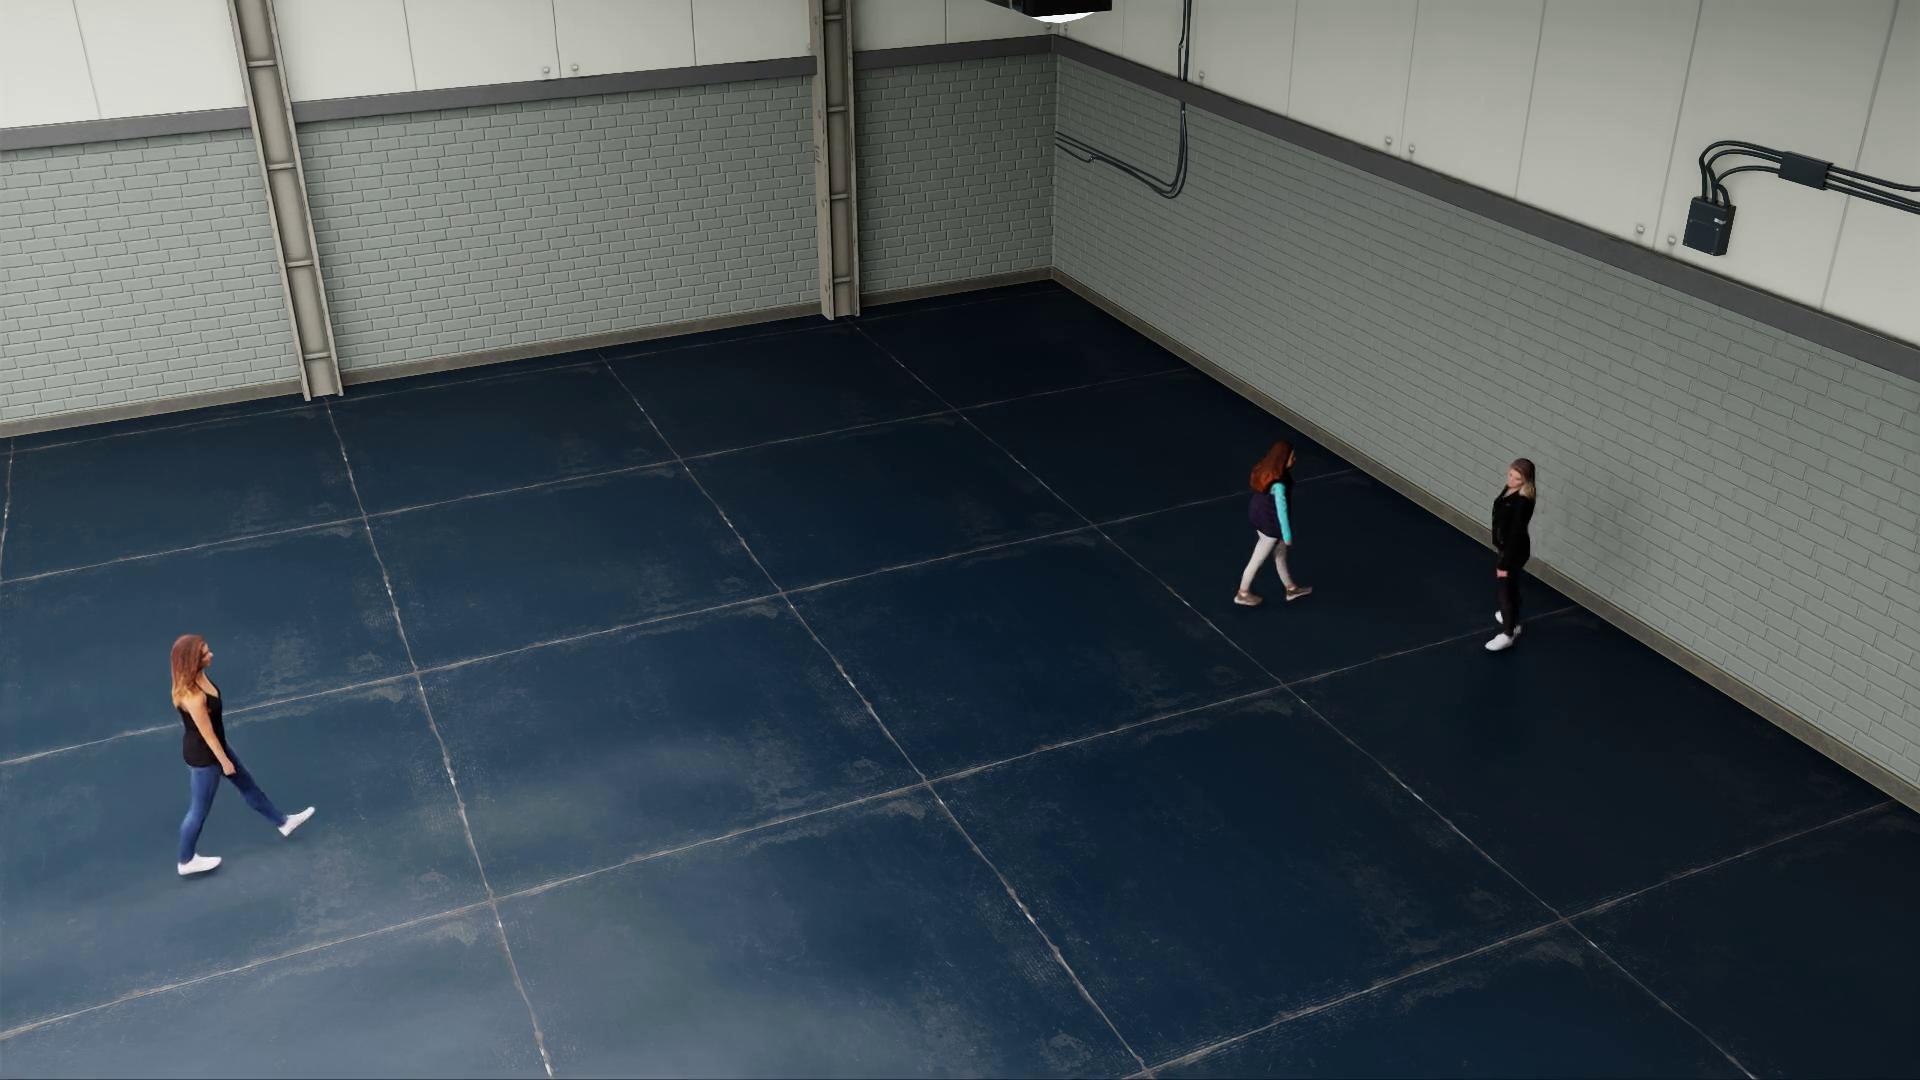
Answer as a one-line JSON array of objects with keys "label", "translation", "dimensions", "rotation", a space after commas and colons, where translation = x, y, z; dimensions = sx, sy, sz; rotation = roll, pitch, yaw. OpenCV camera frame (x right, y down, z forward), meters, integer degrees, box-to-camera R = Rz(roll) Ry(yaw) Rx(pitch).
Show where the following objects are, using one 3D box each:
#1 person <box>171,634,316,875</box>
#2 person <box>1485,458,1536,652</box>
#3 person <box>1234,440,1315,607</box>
[{"label": "person", "translation": [-4.788, 1.375, 10.409], "dimensions": [1.081, 1.666, 0.600], "rotation": [-11, 29, -20]}, {"label": "person", "translation": [4.328, 0.098, 12.907], "dimensions": [0.901, 1.650, 0.888], "rotation": [12, 29, 21]}, {"label": "person", "translation": [2.451, -0.119, 13.526], "dimensions": [0.980, 1.469, 0.835], "rotation": [2, 27, 4]}]
